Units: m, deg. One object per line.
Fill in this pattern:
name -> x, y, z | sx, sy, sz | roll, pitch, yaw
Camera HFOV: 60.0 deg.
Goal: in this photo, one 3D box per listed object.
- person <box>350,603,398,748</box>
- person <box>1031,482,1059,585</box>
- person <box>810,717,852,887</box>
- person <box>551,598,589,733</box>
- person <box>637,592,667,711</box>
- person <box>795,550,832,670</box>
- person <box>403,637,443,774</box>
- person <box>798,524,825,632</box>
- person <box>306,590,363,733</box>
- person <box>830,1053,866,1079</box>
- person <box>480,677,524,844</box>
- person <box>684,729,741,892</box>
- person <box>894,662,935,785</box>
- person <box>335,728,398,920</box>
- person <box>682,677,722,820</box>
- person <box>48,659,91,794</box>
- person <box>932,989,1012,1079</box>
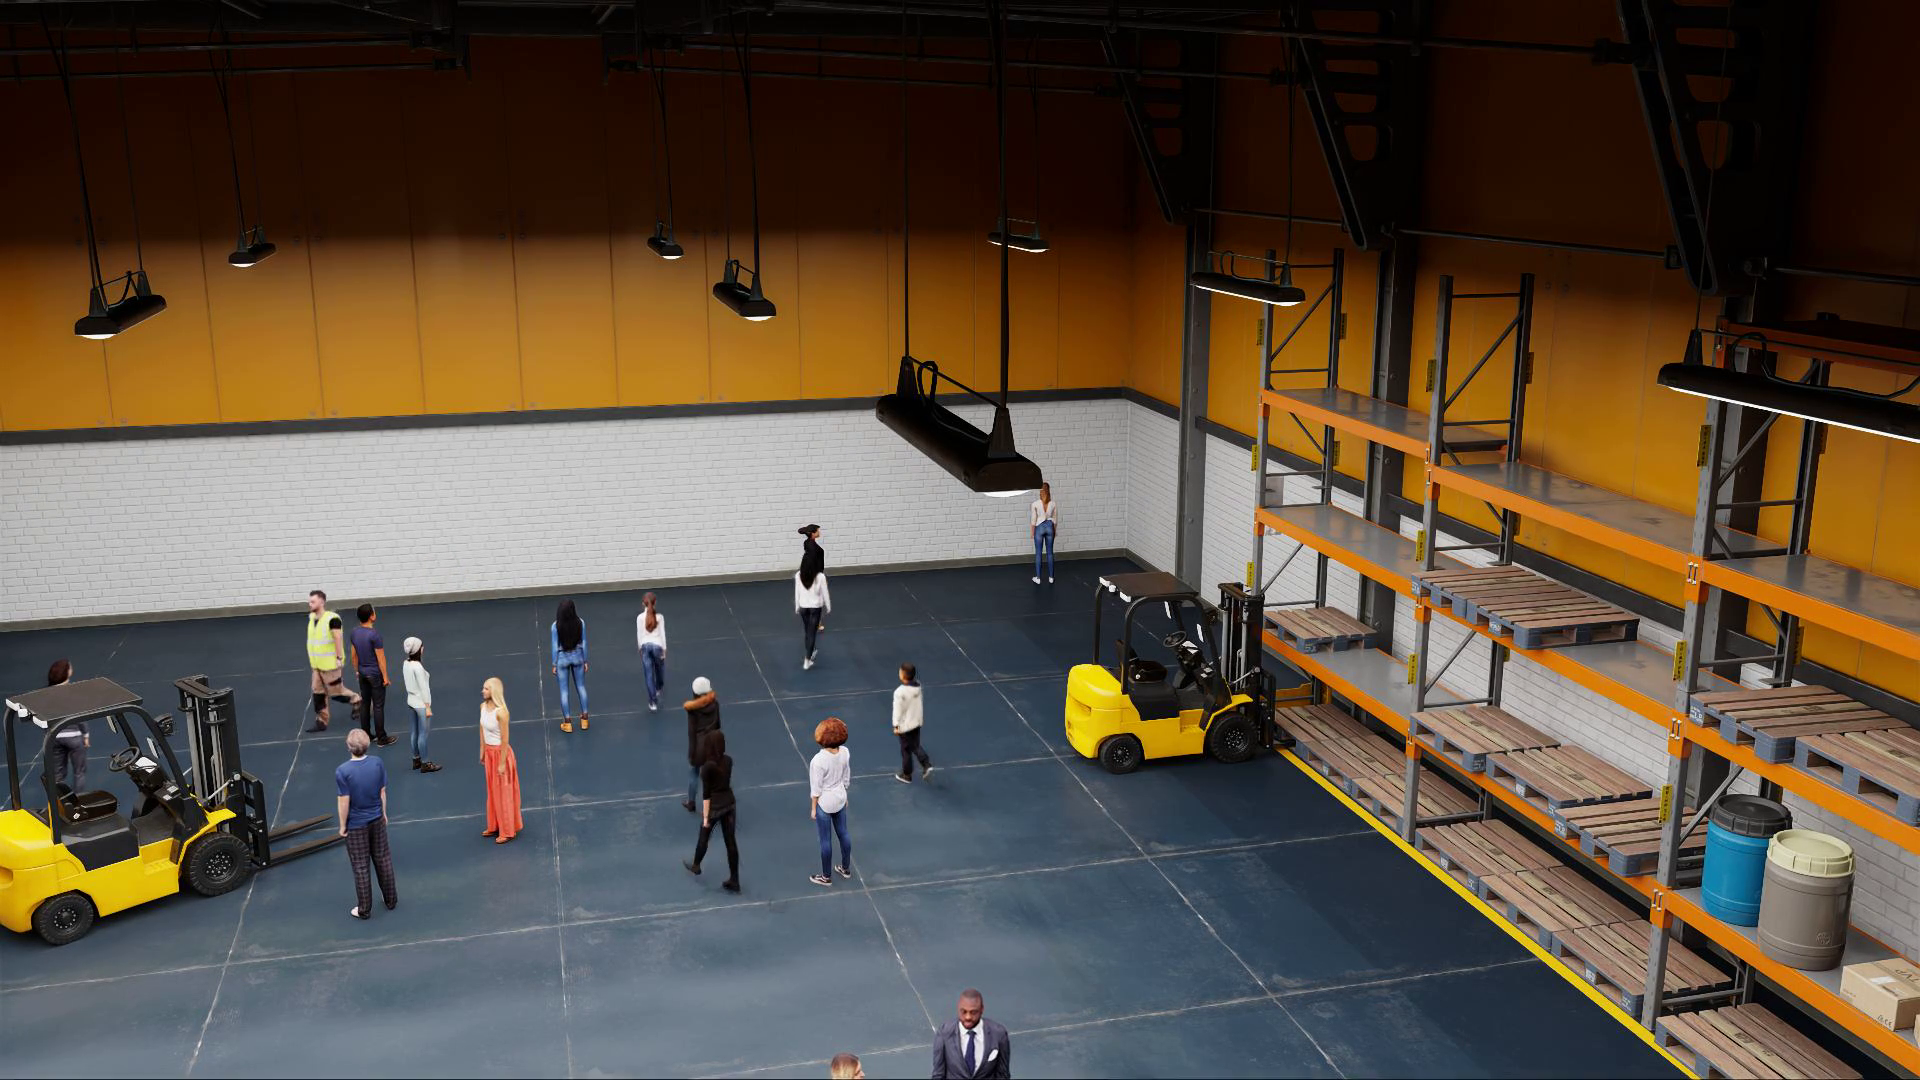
person -> -7.258, 1.654, 20.467 | 0.718, 1.793, 0.742 | 6, 15, 22
person -> 1.422, -0.129, 27.988 | 0.619, 1.720, 0.530 | -3, 14, -11
person -> -1.288, 2.607, 16.703 | 0.743, 1.712, 0.766 | -13, 19, -42
person -> -4.925, 1.568, 20.999 | 0.659, 1.711, 0.608 | -7, 15, -28
person -> -4.042, 1.483, 21.777 | 0.532, 1.509, 1.062 | -3, 14, -13
person -> -2.131, 0.999, 23.432 | 0.894, 1.671, 1.041 | 3, 14, 14
person -> -6.392, 1.928, 19.652 | 0.704, 1.645, 0.594 | -13, 19, -42
person -> -2.229, 0.555, 25.331 | 0.650, 1.640, 0.586 | -6, 15, -22
person -> -7.953, 1.505, 21.003 | 1.053, 1.831, 1.128 | 7, 15, 27
person -> -0.724, 4.073, 10.725 | 0.658, 1.677, 0.500 | 1, 14, 3
person -> -4.911, 2.321, 17.695 | 0.781, 1.803, 0.681 | -13, 19, -43
person -> -2.328, 2.711, 16.500 | 0.872, 1.606, 1.083 | -13, 19, -43
person -> -0.533, 2.133, 19.226 | 0.847, 1.447, 0.771 | 12, 18, 40
person -> -5.712, 2.703, 15.970 | 0.740, 1.871, 0.725 | -13, 19, -42
person -> -2.742, 2.307, 18.177 | 0.961, 1.602, 1.151 | -12, 18, -41
person -> -9.868, 2.176, 18.371 | 0.663, 1.765, 0.635 | 1, 14, 4
person -> 0.071, 3.867, 11.265 | 0.756, 1.824, 0.707 | 0, 14, 1
